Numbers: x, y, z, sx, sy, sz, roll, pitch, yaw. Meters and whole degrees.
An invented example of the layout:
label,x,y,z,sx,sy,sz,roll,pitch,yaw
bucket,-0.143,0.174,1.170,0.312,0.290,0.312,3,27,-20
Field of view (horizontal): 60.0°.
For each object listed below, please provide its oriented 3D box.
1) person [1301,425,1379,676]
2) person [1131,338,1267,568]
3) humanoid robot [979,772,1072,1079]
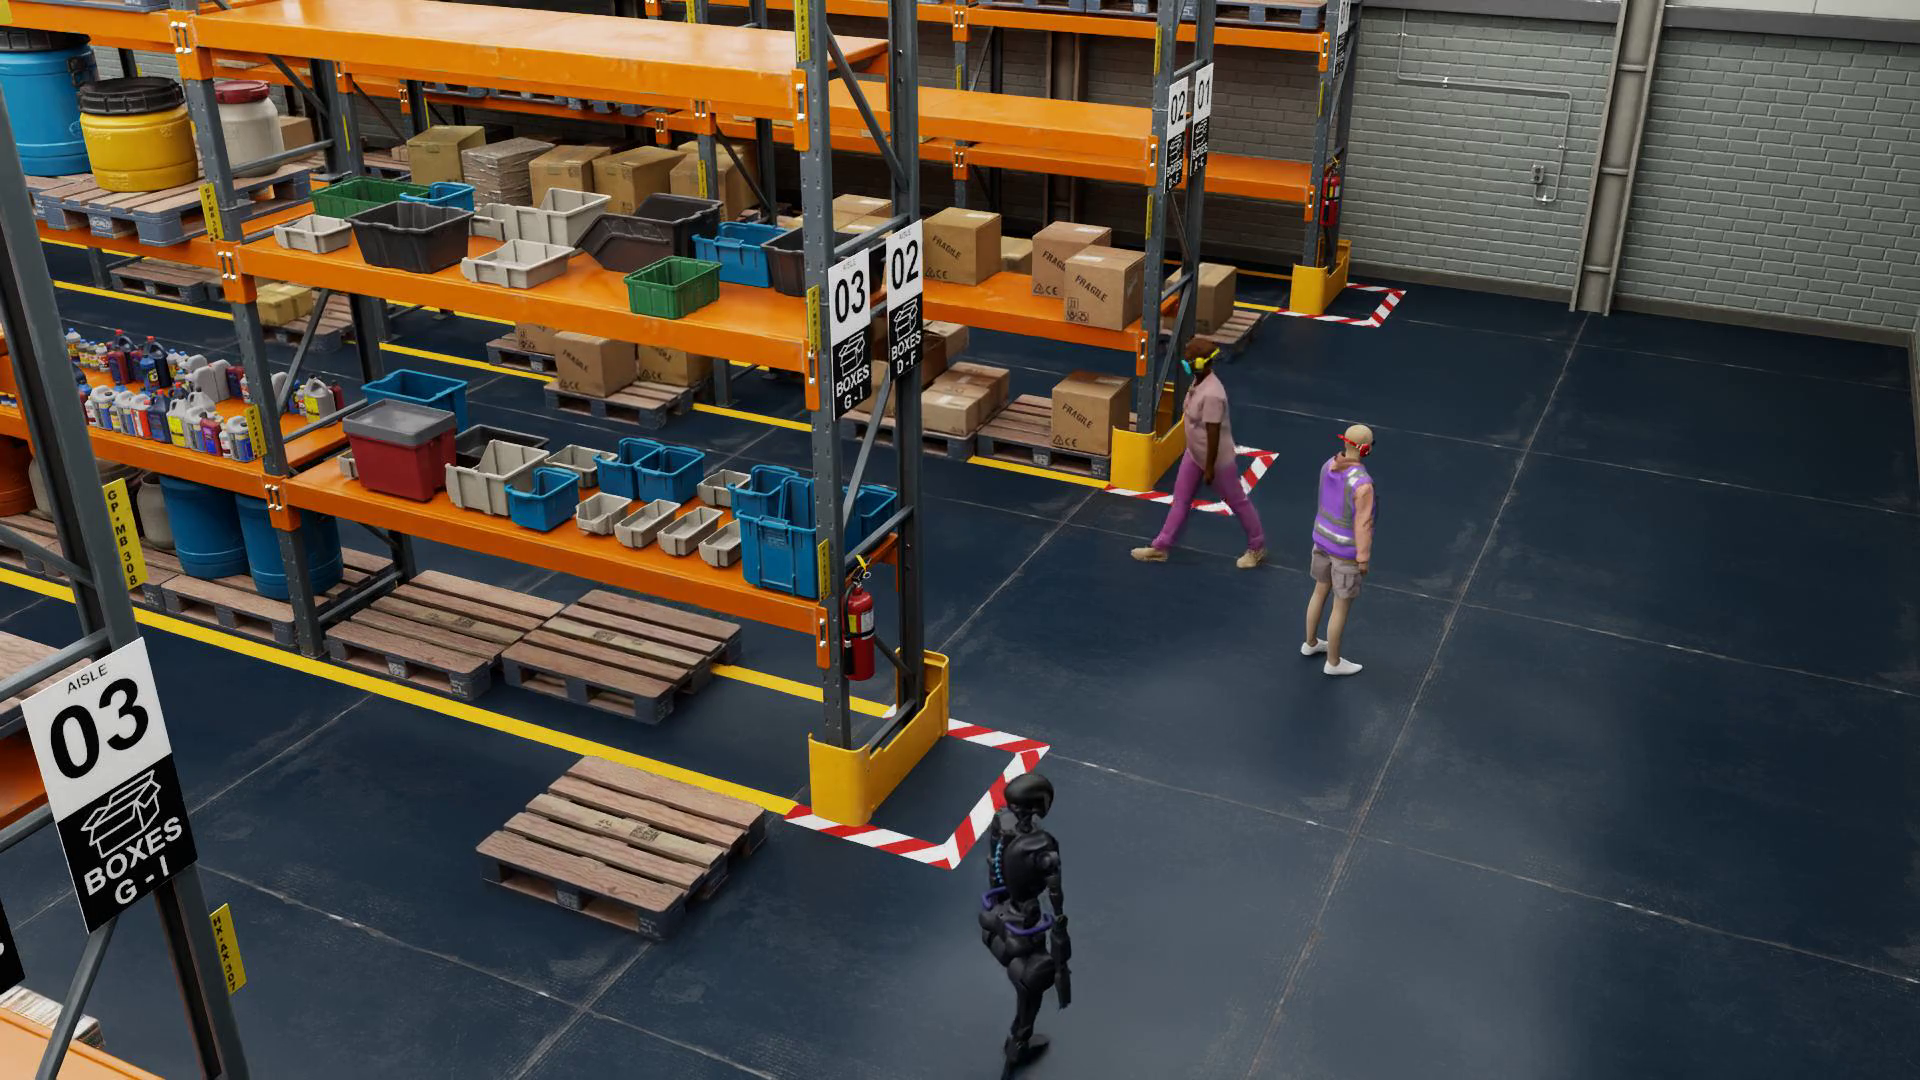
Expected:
label,x,y,z,sx,sy,sz,roll,pitch,yaw
person,2.424,0.057,10.591,0.348,1.688,0.492,-11,28,-21
person,1.796,-0.605,11.878,0.996,1.735,0.602,-4,27,-9
humanoid robot,0.314,1.713,7.246,0.561,1.643,0.596,-16,30,-29
